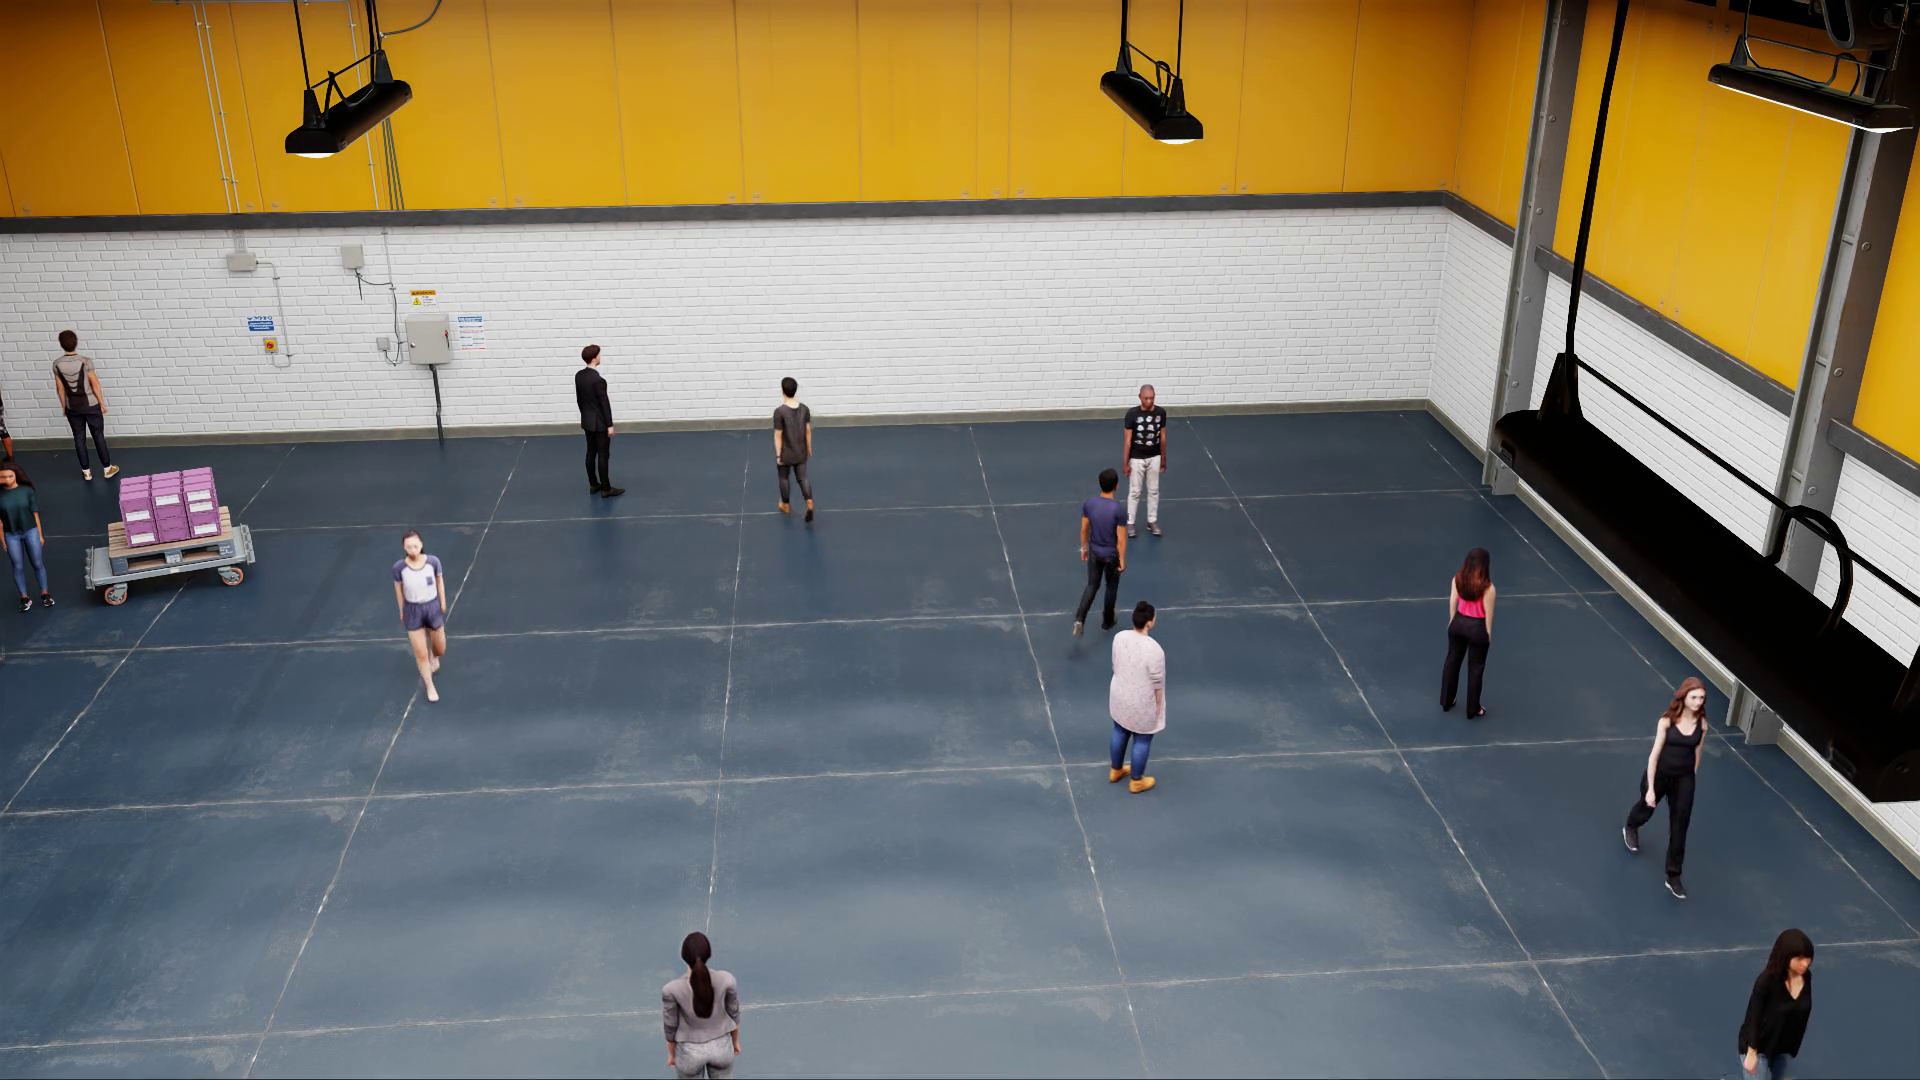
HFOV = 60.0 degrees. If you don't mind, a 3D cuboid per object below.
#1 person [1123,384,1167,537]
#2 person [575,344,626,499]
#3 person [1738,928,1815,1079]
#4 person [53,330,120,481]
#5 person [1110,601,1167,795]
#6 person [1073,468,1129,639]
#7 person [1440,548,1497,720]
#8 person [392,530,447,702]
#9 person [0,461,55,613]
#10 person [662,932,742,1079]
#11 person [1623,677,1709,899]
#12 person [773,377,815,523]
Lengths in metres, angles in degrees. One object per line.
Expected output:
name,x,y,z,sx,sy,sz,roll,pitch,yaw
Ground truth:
person,2.108,-0.930,18.992,0.686,1.801,0.635,-5,24,-11
person,-4.390,-1.439,20.042,0.781,1.893,0.841,19,30,36
person,4.897,3.024,10.154,0.610,1.636,0.698,-5,24,-12
person,-10.859,-1.674,20.574,0.697,1.897,0.619,-7,24,-15
person,1.467,1.301,13.961,0.855,1.743,0.781,-22,32,-40
person,1.389,0.175,16.502,0.965,1.772,1.115,12,26,25
person,4.649,0.832,15.141,0.645,1.658,0.722,22,32,40
person,-5.031,0.672,15.538,0.766,1.632,0.941,-10,26,-22
person,-9.734,-0.063,17.241,0.695,1.616,0.722,-13,27,-27
person,-1.537,3.072,9.990,0.673,1.678,0.662,-8,25,-17
person,5.438,1.802,12.864,0.697,1.703,1.188,1,24,3
person,-1.924,-1.020,19.339,0.868,1.689,1.102,-11,26,-24
